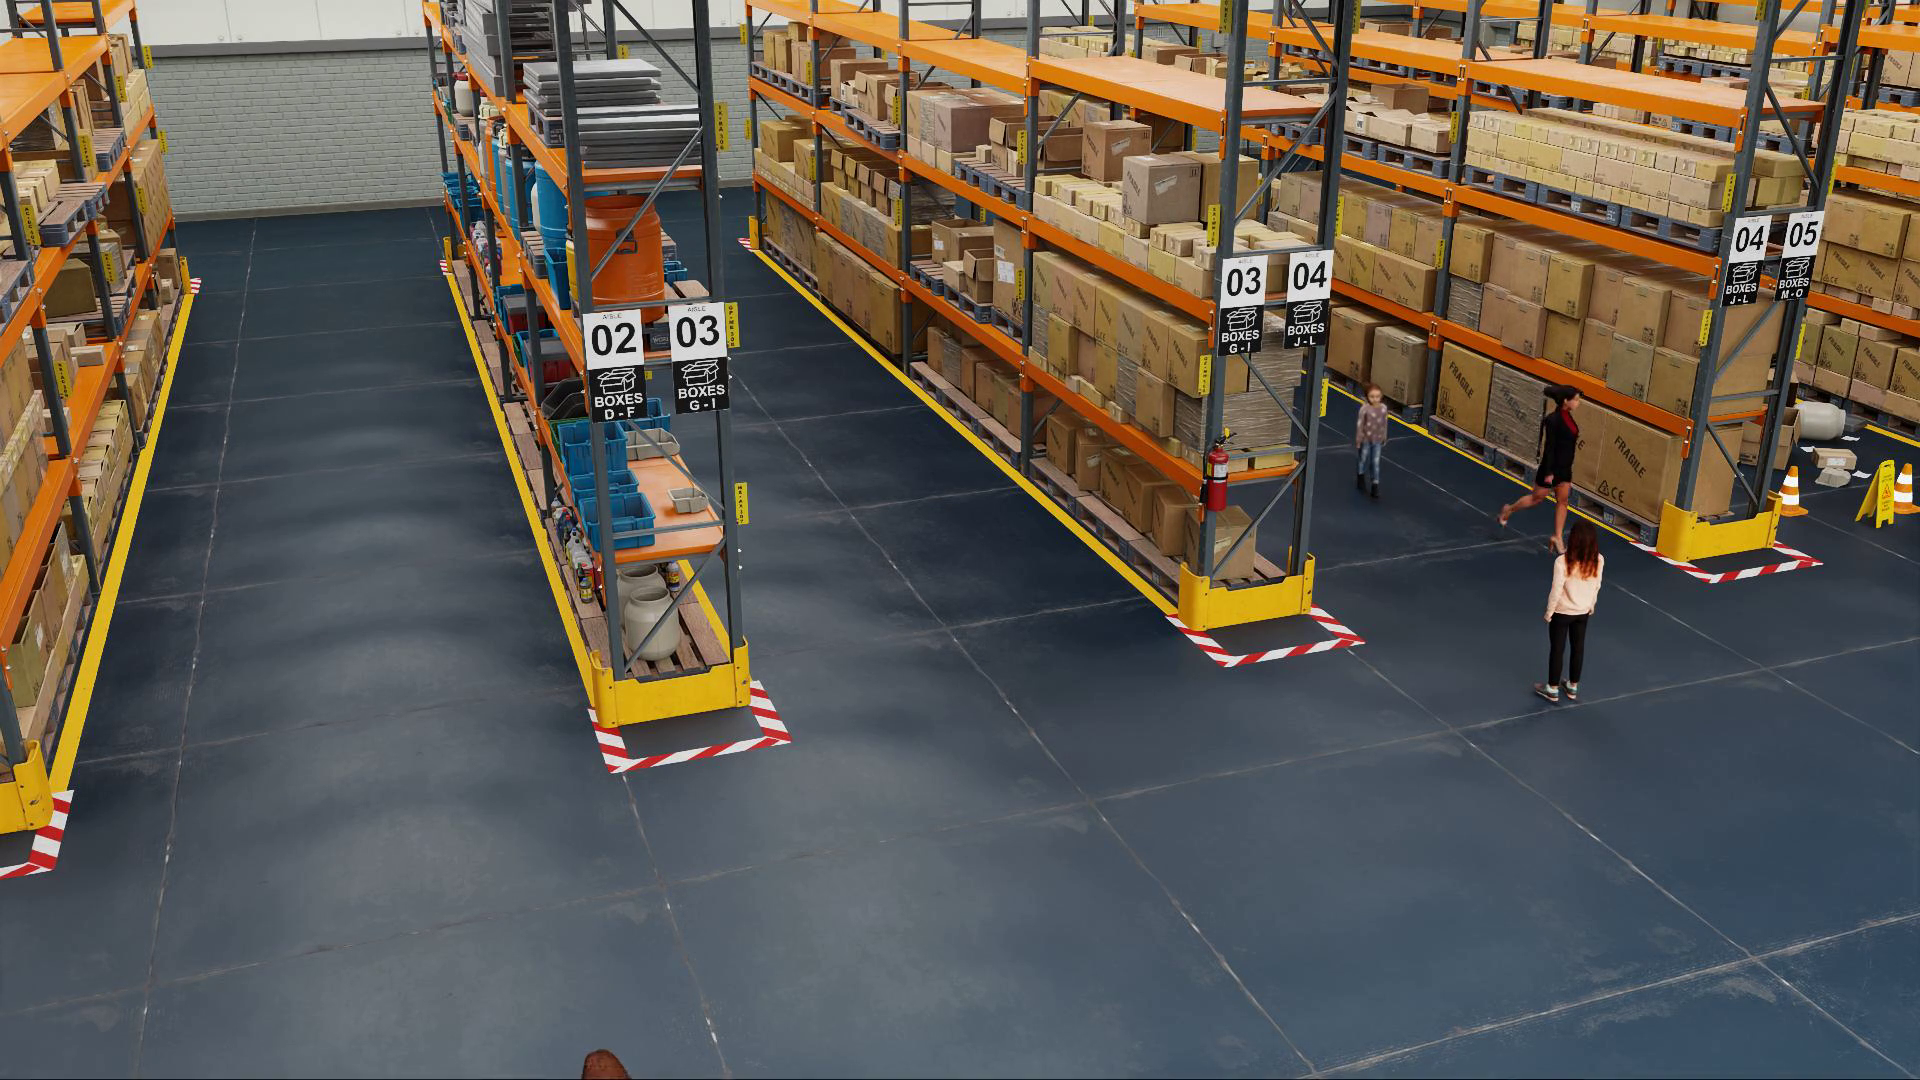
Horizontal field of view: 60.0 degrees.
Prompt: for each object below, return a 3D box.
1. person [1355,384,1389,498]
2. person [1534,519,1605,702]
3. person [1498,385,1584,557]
[{"bbox_3d":[4.196,-1.045,17.067,0.679,1.162,0.894,1,22,1],"label":"person"},{"bbox_3d":[4.696,0.531,12.790,0.589,1.484,0.531,-5,23,-13],"label":"person"},{"bbox_3d":[5.457,-0.650,15.515,0.794,1.607,1.071,-17,28,-35],"label":"person"}]
